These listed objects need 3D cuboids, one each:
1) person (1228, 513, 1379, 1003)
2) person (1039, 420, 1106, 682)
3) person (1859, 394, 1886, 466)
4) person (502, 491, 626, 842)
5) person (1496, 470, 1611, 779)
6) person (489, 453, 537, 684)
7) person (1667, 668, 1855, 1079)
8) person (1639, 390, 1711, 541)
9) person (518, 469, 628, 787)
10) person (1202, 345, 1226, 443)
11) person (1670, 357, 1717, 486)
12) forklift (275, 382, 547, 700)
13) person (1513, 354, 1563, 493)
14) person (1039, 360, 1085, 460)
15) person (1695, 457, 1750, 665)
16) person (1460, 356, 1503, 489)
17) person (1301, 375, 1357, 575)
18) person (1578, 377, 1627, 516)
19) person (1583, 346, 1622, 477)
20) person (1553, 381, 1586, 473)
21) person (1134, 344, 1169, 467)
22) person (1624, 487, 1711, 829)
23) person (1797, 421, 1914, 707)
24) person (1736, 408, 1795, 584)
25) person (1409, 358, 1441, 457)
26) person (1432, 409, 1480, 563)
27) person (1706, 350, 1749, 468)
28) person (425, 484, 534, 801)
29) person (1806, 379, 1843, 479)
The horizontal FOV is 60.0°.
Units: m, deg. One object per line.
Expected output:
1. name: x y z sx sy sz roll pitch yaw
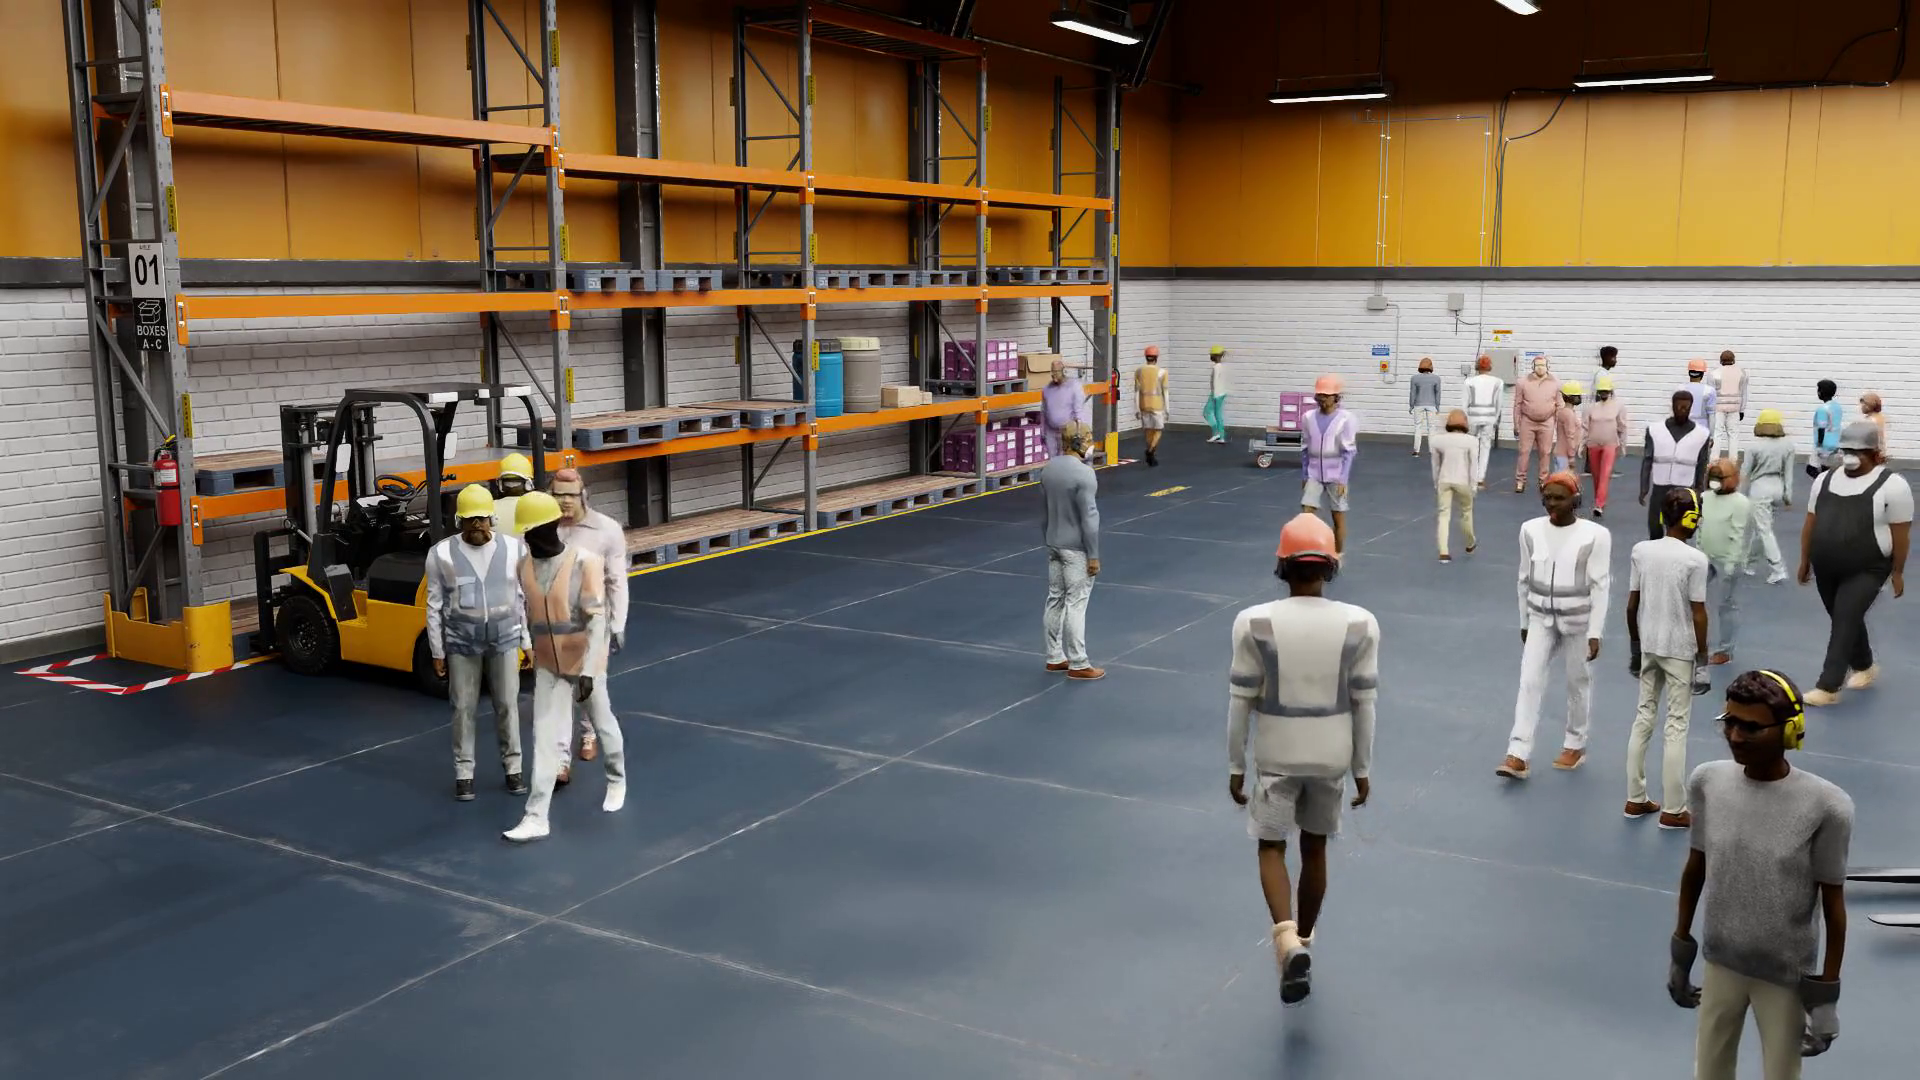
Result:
1. person: 1.415 0.908 6.858 0.607 2.026 0.772 1 9 3
2. person: 0.826 0.077 12.331 0.372 1.935 0.627 -5 11 -30
3. person: 10.610 -0.892 19.386 0.347 1.616 0.611 8 12 42
4. person: -2.144 0.649 9.014 0.599 1.853 1.037 3 10 17
5. person: 3.527 0.516 9.852 0.598 1.837 0.936 8 12 40
6. person: -2.914 0.333 11.060 0.588 1.828 0.403 0 9 -2
7. person: 2.379 1.293 4.981 0.319 1.863 0.524 -7 11 -36
8. person: 6.915 -0.516 16.127 0.601 1.900 0.756 4 10 24
9. person: -2.315 0.495 9.974 0.647 1.858 0.997 -2 9 -11
10. person: 4.504 -2.565 29.394 0.421 1.752 0.540 4 10 21
11. person: 9.412 -1.375 21.383 0.550 1.935 0.375 5 11 30
12. forklift: -3.974 -0.067 12.417 2.313 2.155 1.214 5 11 30
13. person: 7.910 -1.585 22.791 0.651 1.906 0.403 2 9 12
14. person: 1.314 -1.416 21.769 0.662 1.890 0.454 6 11 35
15. person: 5.766 0.174 12.727 0.479 1.615 0.495 -4 10 -24
16. person: 7.324 -1.668 23.444 0.577 1.852 0.837 2 9 10
17. person: 3.583 -0.617 16.419 0.613 2.011 0.900 6 11 35
18. person: 8.000 -1.166 20.744 0.542 1.715 0.932 5 11 31
19. person: 9.591 -1.892 24.567 0.690 1.943 0.643 3 10 17
20. person: 7.074 -0.966 19.358 0.315 1.770 0.524 1 9 8
21. person: 2.950 -2.063 25.748 0.570 1.915 0.649 3 10 21
22. person: 3.869 0.635 9.066 0.328 1.865 0.517 -5 10 -27
23. person: 6.316 0.116 11.752 1.010 2.000 0.695 -5 10 -29
24. person: 7.902 -0.442 16.299 0.504 1.699 0.901 -1 9 -7
25. person: 7.633 -2.175 27.314 0.498 1.633 0.278 2 9 12
26. person: 5.224 -0.581 17.494 0.511 1.575 0.873 5 11 31
27. person: 11.723 -1.988 25.516 0.623 1.841 0.430 1 9 6
28. person: -2.739 0.582 9.523 0.591 1.826 0.403 -4 10 -23
29. person: 10.985 -1.194 21.045 0.531 1.680 0.407 -6 11 -34
